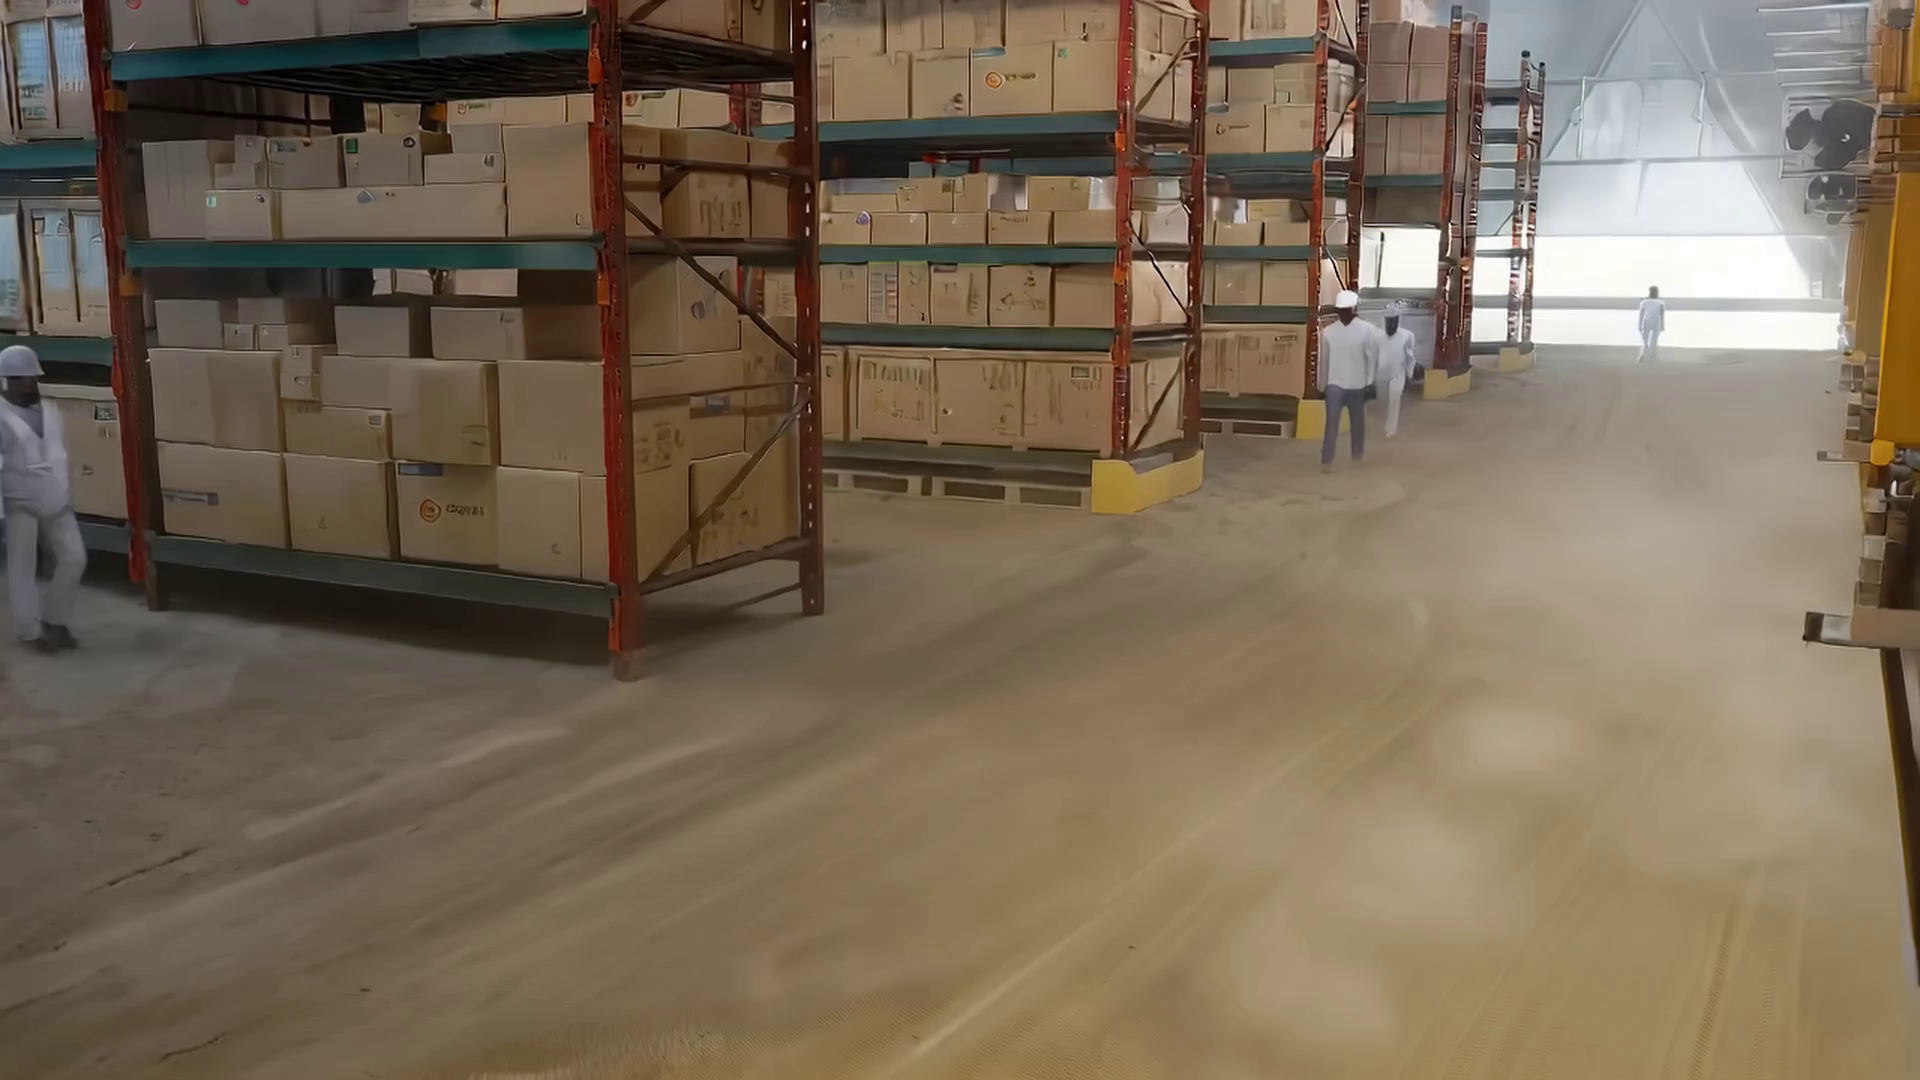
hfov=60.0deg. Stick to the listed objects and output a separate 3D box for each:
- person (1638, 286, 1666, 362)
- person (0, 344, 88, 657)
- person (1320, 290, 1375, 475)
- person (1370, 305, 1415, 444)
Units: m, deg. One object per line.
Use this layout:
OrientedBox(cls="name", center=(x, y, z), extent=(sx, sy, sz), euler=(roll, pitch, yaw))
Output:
OrientedBox(cls="person", center=(14.783, -4.608, 35.532), extent=(0.535, 1.635, 0.382), euler=(6, 11, 30))
OrientedBox(cls="person", center=(-5.351, -0.218, 9.585), extent=(0.445, 1.813, 0.616), euler=(4, 11, 21))
OrientedBox(cls="person", center=(4.107, -1.676, 17.674), extent=(0.607, 1.945, 1.030), euler=(4, 11, 22))
OrientedBox(cls="person", center=(5.287, -2.044, 20.488), extent=(0.588, 1.701, 0.918), euler=(5, 11, 25))
